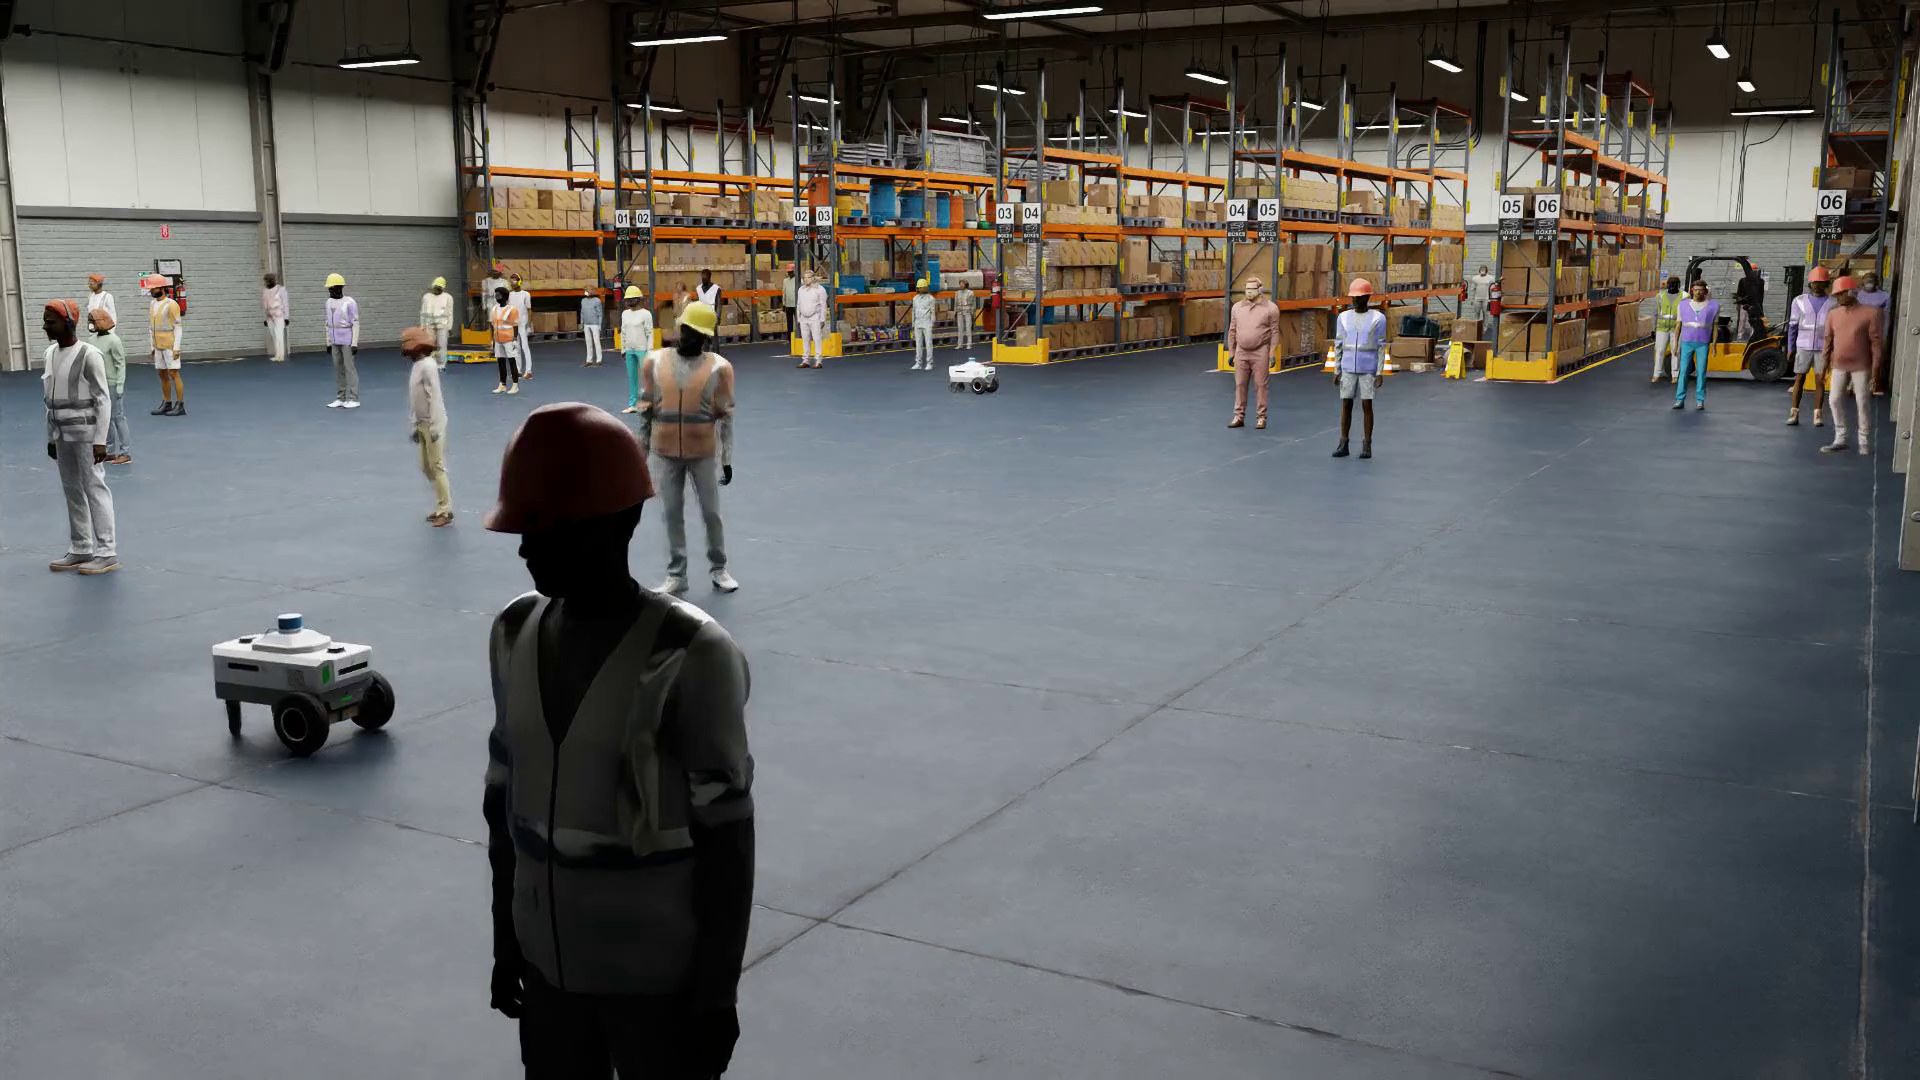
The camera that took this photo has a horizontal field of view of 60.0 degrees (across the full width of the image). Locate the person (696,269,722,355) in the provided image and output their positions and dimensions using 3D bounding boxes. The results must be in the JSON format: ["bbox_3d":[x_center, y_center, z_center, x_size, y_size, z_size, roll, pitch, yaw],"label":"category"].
[{"bbox_3d":[-5.077,-4.517,33.651,0.597,1.914,0.372,5,11,28],"label":"person"}]

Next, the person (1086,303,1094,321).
[{"bbox_3d":[4.171,-7.772,52.639,0.635,1.937,0.352,5,11,28],"label":"person"}]

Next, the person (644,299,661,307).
[{"bbox_3d":[-8.086,-6.144,43.623,0.533,1.765,0.330,5,11,28],"label":"person"}]

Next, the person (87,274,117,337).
[{"bbox_3d":[-14.028,-3.398,27.192,0.584,1.883,0.337,5,11,28],"label":"person"}]

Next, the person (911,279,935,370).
[{"bbox_3d":[-0.717,-4.141,31.957,0.492,1.740,0.325,5,11,28],"label":"person"}]

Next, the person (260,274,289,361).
[{"bbox_3d":[-14.239,-4.602,34.496,0.648,1.813,0.594,3,10,19],"label":"person"}]

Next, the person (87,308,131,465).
[{"bbox_3d":[-8.938,-1.604,17.422,0.507,1.631,0.266,5,11,28],"label":"person"}]

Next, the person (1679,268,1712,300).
[{"bbox_3d":[14.228,-4.308,32.280,0.613,1.962,0.367,5,11,28],"label":"person"}]

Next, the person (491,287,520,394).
[{"bbox_3d":[-7.178,-3.138,26.219,0.540,1.695,0.317,5,11,28],"label":"person"}]

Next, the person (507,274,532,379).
[{"bbox_3d":[-7.807,-3.779,29.467,0.534,1.868,0.309,5,11,28],"label":"person"}]

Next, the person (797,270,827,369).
[{"bbox_3d":[-2.904,-4.274,32.262,0.652,1.904,0.403,5,11,28],"label":"person"}]

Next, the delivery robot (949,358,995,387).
[{"bbox_3d":[0.188,-2.654,26.447,0.707,0.478,0.477,5,11,28],"label":"delivery robot"}]

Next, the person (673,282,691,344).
[{"bbox_3d":[-6.200,-4.988,37.312,0.522,1.606,0.426,5,11,26],"label":"person"}]

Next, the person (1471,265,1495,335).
[{"bbox_3d":[14.477,-6.656,46.111,0.635,1.936,0.355,5,11,28],"label":"person"}]

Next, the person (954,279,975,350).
[{"bbox_3d":[0.102,-5.259,38.804,0.523,1.638,0.310,5,11,28],"label":"person"}]

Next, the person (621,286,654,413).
[{"bbox_3d":[-4.469,-2.612,22.936,0.533,1.767,0.326,5,11,28],"label":"person"}]

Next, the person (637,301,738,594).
[{"bbox_3d":[-1.745,-0.582,10.708,0.649,1.897,0.489,0,10,3],"label":"person"}]

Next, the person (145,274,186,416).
[{"bbox_3d":[-10.858,-2.650,22.666,0.551,1.932,0.378,5,11,28],"label":"person"}]

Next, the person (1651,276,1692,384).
[{"bbox_3d":[12.158,-3.593,28.465,0.634,1.839,0.429,5,11,28],"label":"person"}]

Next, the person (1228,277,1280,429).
[{"bbox_3d":[3.684,-2.351,21.001,0.652,1.906,0.403,5,11,28],"label":"person"}]

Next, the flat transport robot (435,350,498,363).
[{"bbox_3d":[-10.227,-3.769,34.079,1.431,0.197,0.652,5,11,28],"label":"flat transport robot"}]

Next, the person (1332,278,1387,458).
[{"bbox_3d":[4.294,-1.843,17.932,0.551,1.934,0.373,5,11,28],"label":"person"}]

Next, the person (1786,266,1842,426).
[{"bbox_3d":[10.944,-2.474,21.315,0.615,2.040,0.391,5,11,28],"label":"person"}]

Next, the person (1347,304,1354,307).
[{"bbox_3d":[10.530,-6.231,44.324,0.540,1.695,0.317,5,11,28],"label":"person"}]

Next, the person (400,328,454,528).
[{"bbox_3d":[-4.294,-0.902,13.418,0.356,1.604,0.587,-6,11,-30],"label":"person"}]

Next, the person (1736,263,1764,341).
[{"bbox_3d":[19.761,-5.917,41.619,0.623,1.989,0.401,5,11,28],"label":"person"}]

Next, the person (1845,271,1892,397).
[{"bbox_3d":[13.987,-3.166,25.675,0.635,1.937,0.352,5,11,28],"label":"person"}]

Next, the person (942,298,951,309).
[{"bbox_3d":[-0.453,-8.476,57.080,0.600,1.827,0.404,5,11,28],"label":"person"}]

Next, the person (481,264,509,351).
[{"bbox_3d":[-10.699,-5.362,38.391,0.654,2.003,0.460,0,10,0],"label":"person"}]

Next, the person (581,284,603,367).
[{"bbox_3d":[-7.247,-4.213,32.693,0.507,1.631,0.266,5,11,28],"label":"person"}]

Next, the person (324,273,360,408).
[{"bbox_3d":[-8.878,-2.848,23.846,0.594,1.924,0.382,5,11,28],"label":"person"}]

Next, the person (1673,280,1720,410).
[{"bbox_3d":[10.470,-2.775,23.666,0.571,1.840,0.373,5,11,28],"label":"person"}]

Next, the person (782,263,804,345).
[{"bbox_3d":[-4.083,-5.743,40.595,0.623,1.992,0.396,5,11,28],"label":"person"}]

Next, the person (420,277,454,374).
[{"bbox_3d":[-9.706,-3.956,30.759,0.698,1.794,0.404,1,10,6],"label":"person"}]

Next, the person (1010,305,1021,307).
[{"bbox_3d":[1.715,-7.387,50.775,0.567,1.810,0.436,0,10,-2],"label":"person"}]

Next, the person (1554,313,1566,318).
[{"bbox_3d":[15.871,-6.240,43.890,0.534,1.864,0.309,5,11,28],"label":"person"}]

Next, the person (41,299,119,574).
[{"bbox_3d":[-6.068,-0.706,11.428,0.584,1.882,0.337,5,11,28],"label":"person"}]

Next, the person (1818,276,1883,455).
[{"bbox_3d":[9.819,-1.910,18.307,0.507,1.956,0.667,-6,11,-31],"label":"person"}]

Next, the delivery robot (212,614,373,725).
[{"bbox_3d":[-3.023,0.577,7.529,0.707,0.478,0.477,4,10,22],"label":"delivery robot"}]

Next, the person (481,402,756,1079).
[{"bbox_3d":[-0.630,0.722,2.924,0.551,1.932,0.378,5,11,28],"label":"person"}]
